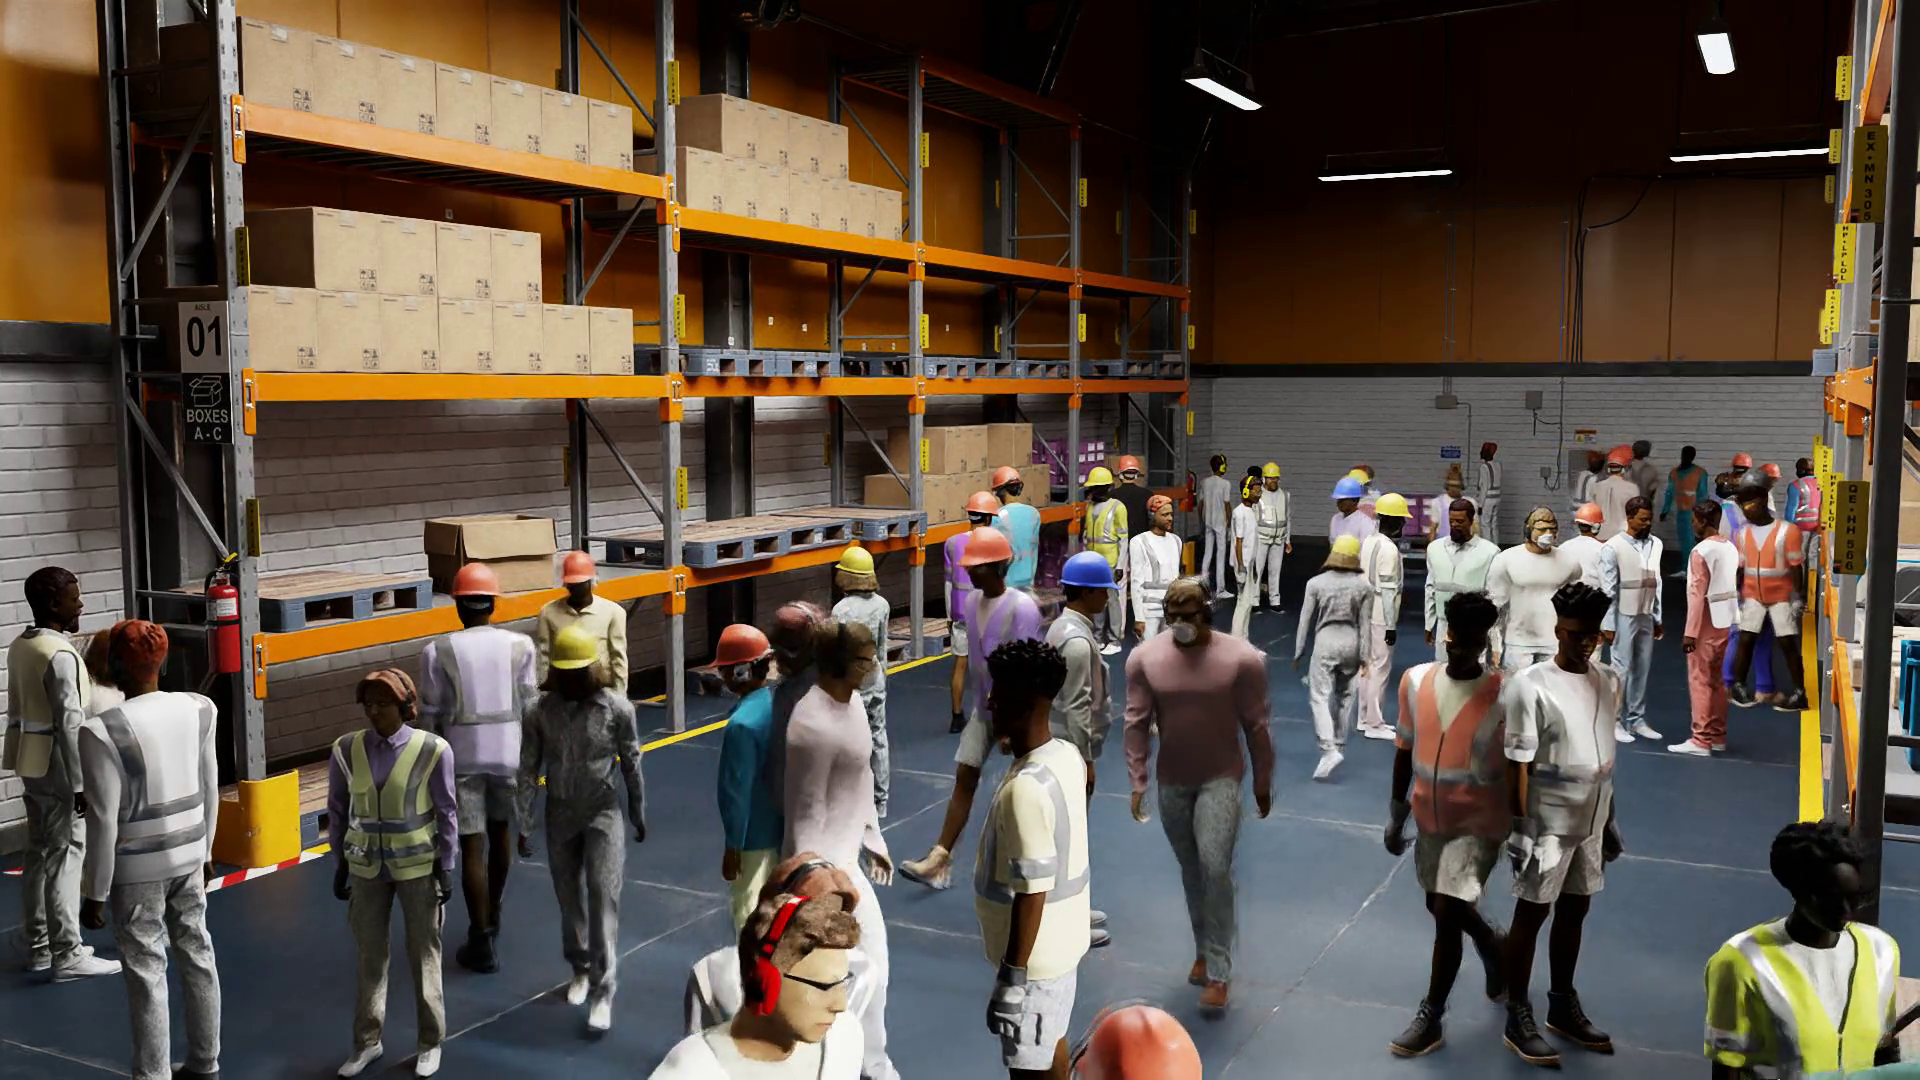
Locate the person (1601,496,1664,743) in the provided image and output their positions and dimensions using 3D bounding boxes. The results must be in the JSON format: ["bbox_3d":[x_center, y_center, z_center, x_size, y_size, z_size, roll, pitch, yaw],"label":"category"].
[{"bbox_3d":[5.193,0.608,12.875,0.598,1.907,0.408,-3,6,-28],"label":"person"}]

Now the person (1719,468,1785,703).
[{"bbox_3d":[6.933,0.386,14.523,0.537,2.000,0.682,-3,6,-33],"label":"person"}]

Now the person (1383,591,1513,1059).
[{"bbox_3d":[2.141,1.146,7.009,0.906,1.920,0.606,-4,7,-39],"label":"person"}]

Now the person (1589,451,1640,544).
[{"bbox_3d":[7.680,-0.048,19.511,0.410,1.986,0.619,-5,7,-44],"label":"person"}]

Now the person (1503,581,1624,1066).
[{"bbox_3d":[2.483,1.139,6.829,0.609,1.963,0.368,-3,6,-27],"label":"person"}]

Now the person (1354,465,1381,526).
[{"bbox_3d":[4.729,0.051,19.247,0.388,1.837,0.560,3,6,26],"label":"person"}]

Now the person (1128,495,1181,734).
[{"bbox_3d":[1.574,0.586,13.222,0.355,1.882,0.576,5,7,44],"label":"person"}]

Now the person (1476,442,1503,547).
[{"bbox_3d":[8.088,-0.555,25.487,0.344,1.882,0.584,5,7,43],"label":"person"}]

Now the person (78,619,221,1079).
[{"bbox_3d":[-3.040,1.232,6.257,0.360,1.883,0.574,2,6,25],"label":"person"}]

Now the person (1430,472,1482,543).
[{"bbox_3d":[5.530,0.137,18.509,0.551,1.784,0.963,1,5,5],"label":"person"}]

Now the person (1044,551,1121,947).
[{"bbox_3d":[0.583,1.022,8.242,0.414,1.940,0.611,0,5,1],"label":"person"}]

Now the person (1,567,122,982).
[{"bbox_3d":[-4.202,1.079,7.718,0.593,1.919,0.392,5,7,41],"label":"person"}]

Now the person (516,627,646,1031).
[{"bbox_3d":[-1.643,1.229,7.163,0.513,1.710,0.801,0,5,-3],"label":"person"}]

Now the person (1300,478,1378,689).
[{"bbox_3d":[3.409,0.406,14.942,0.807,1.916,0.640,-2,6,-24],"label":"person"}]

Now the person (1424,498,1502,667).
[{"bbox_3d":[3.805,0.632,12.606,0.586,1.910,0.395,5,7,41],"label":"person"}]

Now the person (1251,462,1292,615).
[{"bbox_3d":[3.714,-0.017,19.957,0.589,1.834,0.403,-2,6,-16],"label":"person"}]

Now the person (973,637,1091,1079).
[{"bbox_3d":[0.222,1.283,5.264,0.368,1.966,0.603,1,5,14],"label":"person"}]

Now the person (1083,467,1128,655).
[{"bbox_3d":[1.454,0.214,16.990,0.377,1.922,0.593,-4,7,-37],"label":"person"}]

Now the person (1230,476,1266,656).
[{"bbox_3d":[2.889,0.278,16.699,0.348,1.856,0.523,2,6,22],"label":"person"}]

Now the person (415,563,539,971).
[{"bbox_3d":[-2.356,1.062,8.075,0.578,1.887,0.895,-3,6,-29],"label":"person"}]

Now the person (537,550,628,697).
[{"bbox_3d":[-2.337,0.929,10.275,0.567,1.742,0.353,0,5,3],"label":"person"}]

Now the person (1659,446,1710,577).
[{"bbox_3d":[10.338,-0.390,23.642,0.400,1.900,0.838,-2,6,-22],"label":"person"}]

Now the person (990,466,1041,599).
[{"bbox_3d":[0.437,0.362,14.829,0.605,2.033,0.392,-5,7,-45],"label":"person"}]

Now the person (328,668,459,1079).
[{"bbox_3d":[-2.250,1.318,6.620,0.514,1.640,0.315,0,5,3],"label":"person"}]

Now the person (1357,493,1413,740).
[{"bbox_3d":[3.311,0.592,12.975,0.397,1.918,0.588,0,5,0],"label":"person"}]

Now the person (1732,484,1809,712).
[{"bbox_3d":[6.862,0.482,14.135,0.452,1.918,0.650,-4,7,-36],"label":"person"}]

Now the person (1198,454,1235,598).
[{"bbox_3d":[3.316,-0.179,21.519,0.310,1.868,0.534,-5,7,-44],"label":"person"}]

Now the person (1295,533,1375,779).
[{"bbox_3d":[2.664,0.808,11.771,0.538,1.701,0.758,1,5,6],"label":"person"}]

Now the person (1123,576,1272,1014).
[{"bbox_3d":[1.033,1.112,7.433,0.642,1.899,0.854,2,6,24],"label":"person"}]

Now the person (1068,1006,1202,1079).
[{"bbox_3d":[0.241,1.630,3.052,0.606,1.683,0.893,1,5,9],"label":"person"}]

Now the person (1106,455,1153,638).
[{"bbox_3d":[1.824,0.074,18.119,0.625,1.992,0.386,-2,6,-23],"label":"person"}]

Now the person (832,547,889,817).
[{"bbox_3d":[-0.646,0.911,10.451,0.288,1.746,0.488,4,7,37],"label":"person"}]

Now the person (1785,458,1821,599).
[{"bbox_3d":[10.792,-0.134,21.264,0.619,1.836,0.431,-2,6,-22],"label":"person"}]

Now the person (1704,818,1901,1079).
[{"bbox_3d":[2.127,1.520,4.244,0.544,1.687,0.359,-1,5,-10],"label":"person"}]

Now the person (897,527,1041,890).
[{"bbox_3d":[0.167,0.924,9.018,1.065,1.980,0.629,-5,7,-41],"label":"person"}]

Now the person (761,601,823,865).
[{"bbox_3d":[-0.634,1.169,7.025,0.437,1.867,0.694,-2,6,-20],"label":"person"}]

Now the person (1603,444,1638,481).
[{"bbox_3d":[8.089,-0.162,20.437,0.458,2.027,0.617,4,7,40],"label":"person"}]

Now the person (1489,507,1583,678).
[{"bbox_3d":[3.955,0.731,11.446,0.635,1.931,0.363,0,5,2],"label":"person"}]

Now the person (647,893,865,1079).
[{"bbox_3d":[-0.401,1.562,3.264,0.993,1.775,0.672,5,7,41],"label":"person"}]

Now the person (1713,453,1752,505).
[{"bbox_3d":[9.633,-0.121,20.668,0.607,1.912,0.500,4,6,33],"label":"person"}]

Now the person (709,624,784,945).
[{"bbox_3d":[-0.898,1.225,7.106,0.355,1.740,0.574,1,5,12],"label":"person"}]

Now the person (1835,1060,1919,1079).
[{"bbox_3d":[1.667,1.553,2.857,0.701,1.895,0.830,1,5,14],"label":"person"}]

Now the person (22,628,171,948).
[{"bbox_3d":[-4.085,1.217,7.947,0.667,1.615,0.516,-1,5,-11],"label":"person"}]

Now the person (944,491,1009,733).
[{"bbox_3d":[0.143,0.581,13.071,0.548,1.924,0.387,3,6,27],"label":"person"}]

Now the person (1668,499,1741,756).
[{"bbox_3d":[5.602,0.649,12.419,0.599,1.908,0.396,-5,7,-44],"label":"person"}]

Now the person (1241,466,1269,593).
[{"bbox_3d":[3.882,-0.126,21.859,0.537,1.695,0.321,-4,7,-40],"label":"person"}]

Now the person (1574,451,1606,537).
[{"bbox_3d":[8.558,-0.281,22.693,0.345,1.864,0.696,1,5,7],"label":"person"}]

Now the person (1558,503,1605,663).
[{"bbox_3d":[5.333,0.561,14.141,0.321,1.755,0.566,-3,6,-30],"label":"person"}]

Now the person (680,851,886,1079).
[{"bbox_3d":[-0.453,1.564,4.094,0.561,1.613,0.370,-2,6,-16],"label":"person"}]
